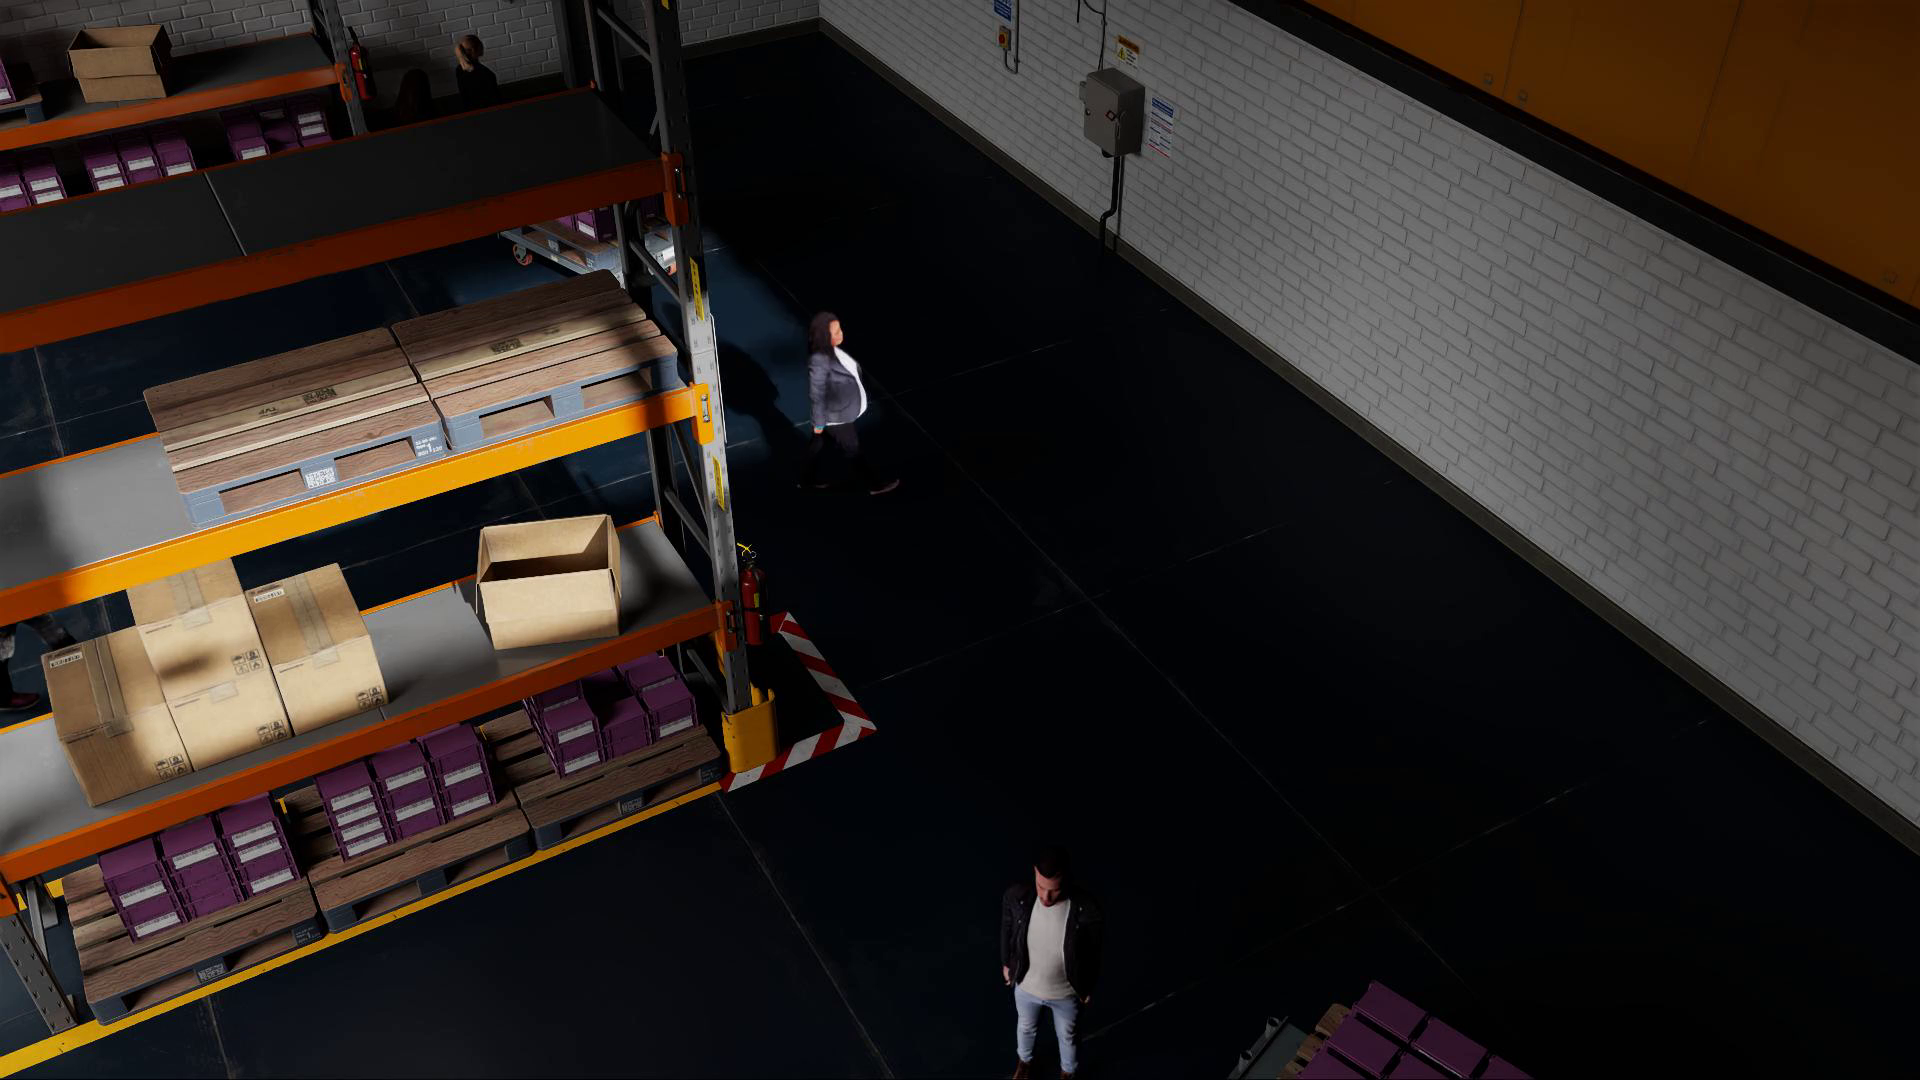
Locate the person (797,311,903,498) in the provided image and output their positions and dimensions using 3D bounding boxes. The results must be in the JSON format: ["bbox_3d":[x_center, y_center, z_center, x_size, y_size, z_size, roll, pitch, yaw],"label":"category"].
[{"bbox_3d":[-1.004,-0.959,12.135,1.132,1.558,0.936,-3,39,-3],"label":"person"}]

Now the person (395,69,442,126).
[{"bbox_3d":[-4.954,-3.509,15.294,0.845,1.601,1.059,26,45,29],"label":"person"}]

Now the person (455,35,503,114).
[{"bbox_3d":[-4.501,-3.935,15.745,0.684,1.705,0.715,14,41,17],"label":"person"}]

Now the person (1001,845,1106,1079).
[{"bbox_3d":[0.444,2.112,8.072,0.712,1.830,0.778,8,39,10],"label":"person"}]
